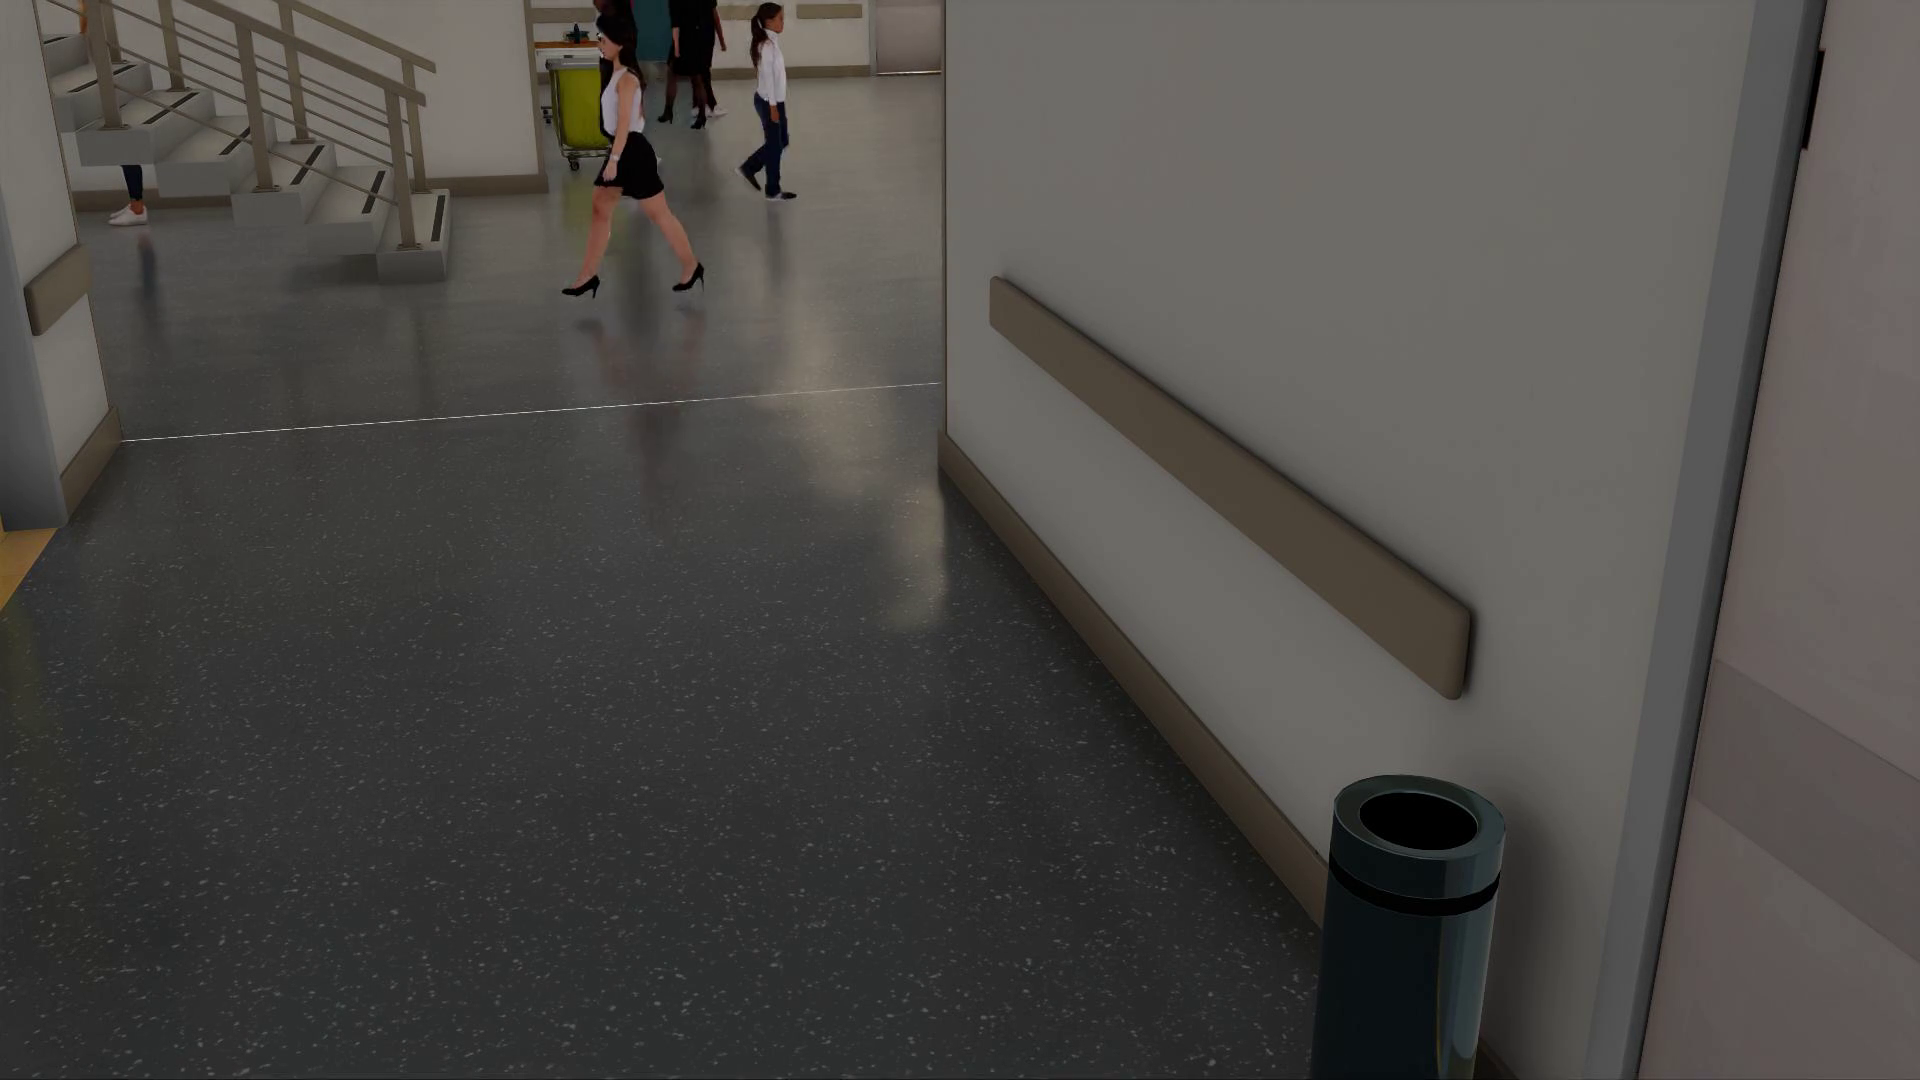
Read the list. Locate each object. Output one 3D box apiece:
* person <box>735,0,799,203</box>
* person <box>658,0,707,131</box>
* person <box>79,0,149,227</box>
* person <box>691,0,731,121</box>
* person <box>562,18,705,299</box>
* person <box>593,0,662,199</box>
[{"bbox_3d":[-1.598,-3.492,13.326,0.797,1.546,0.633,0,21,1],"label":"person"},{"bbox_3d":[-2.823,-5.200,17.651,0.974,1.675,0.961,15,25,34],"label":"person"},{"bbox_3d":[-6.294,-3.264,12.356,0.532,1.807,0.622,-8,22,-20],"label":"person"},{"bbox_3d":[-2.955,-5.596,18.588,1.047,1.753,1.009,14,25,32],"label":"person"},{"bbox_3d":[-1.864,-2.201,9.842,1.123,1.599,0.702,-10,23,-24],"label":"person"},{"bbox_3d":[-2.722,-3.709,13.633,0.879,1.734,0.934,15,25,34],"label":"person"}]
